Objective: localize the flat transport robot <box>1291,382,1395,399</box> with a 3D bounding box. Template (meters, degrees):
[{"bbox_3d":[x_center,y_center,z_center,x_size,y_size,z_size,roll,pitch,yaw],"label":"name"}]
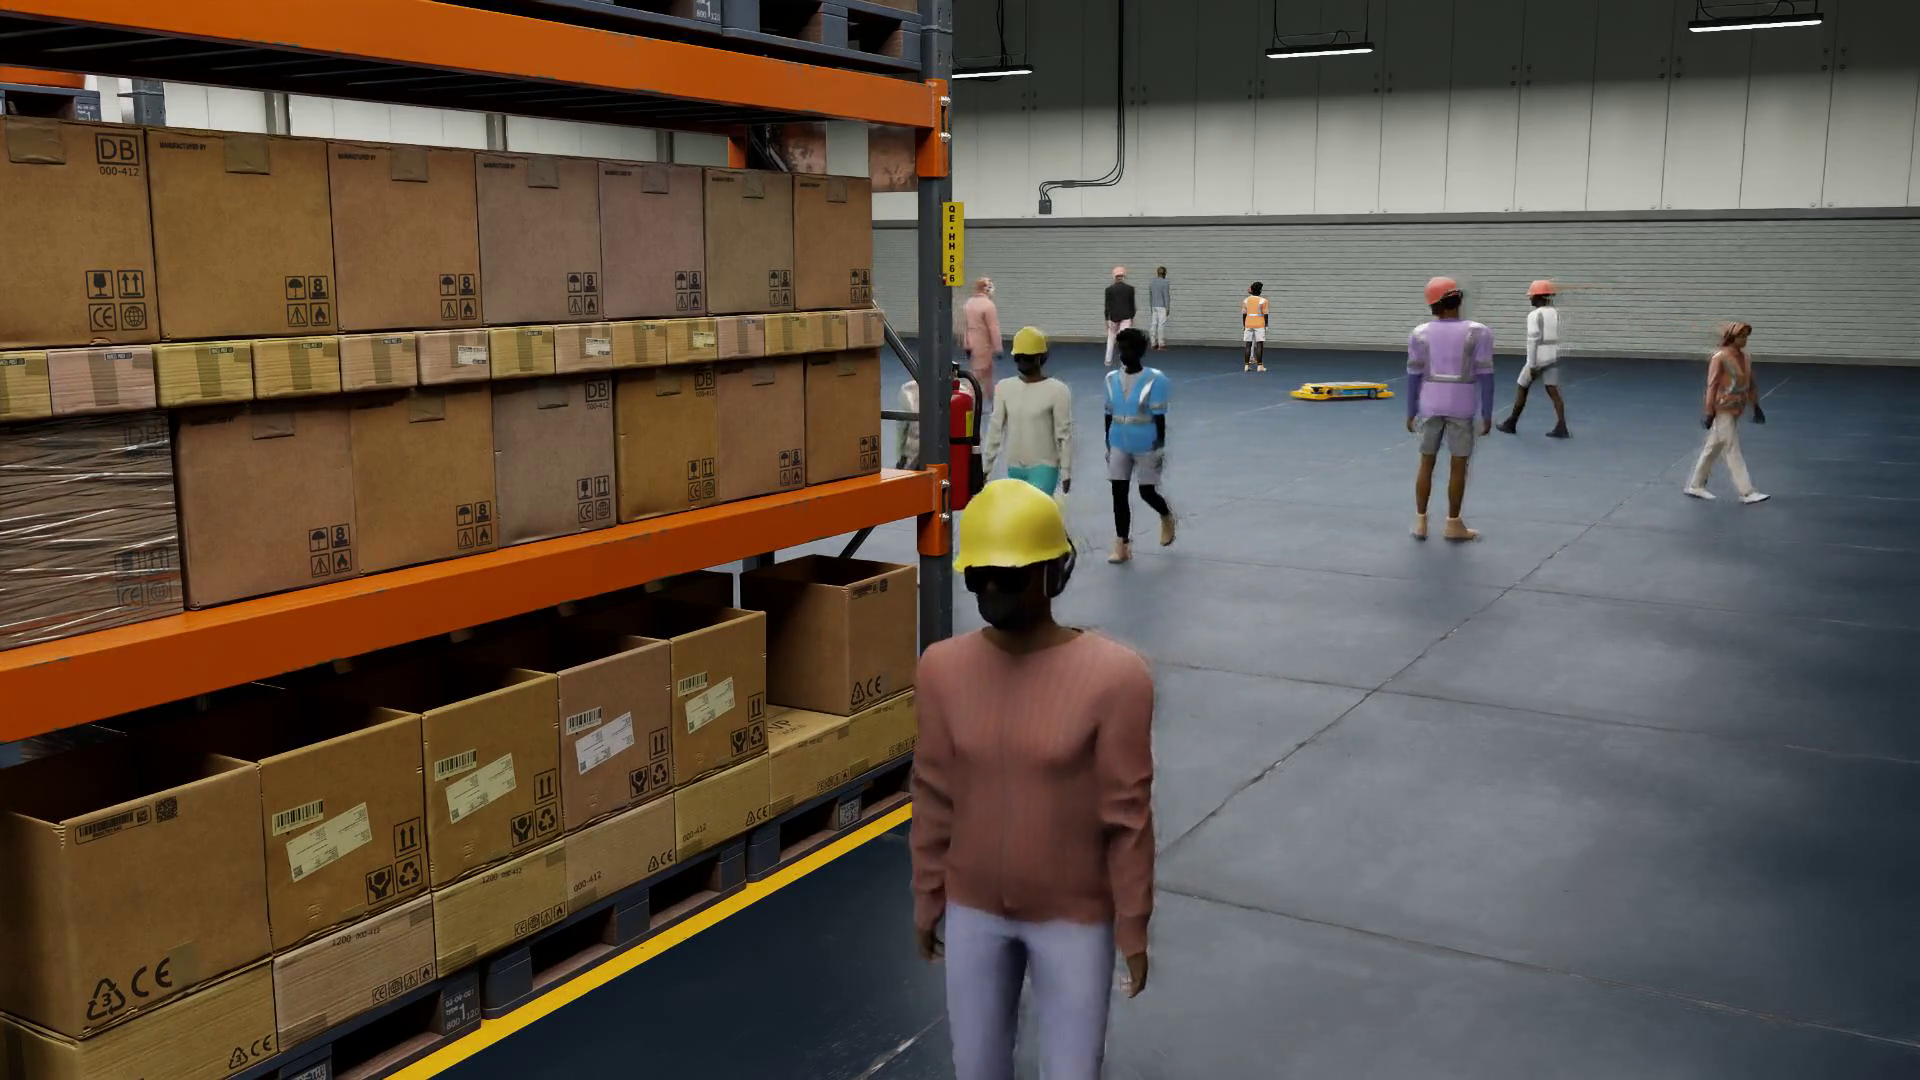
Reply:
[{"bbox_3d":[5.858,-2.293,25.435,1.431,0.197,0.652,-4,10,-21],"label":"flat transport robot"}]

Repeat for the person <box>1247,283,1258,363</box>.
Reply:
[{"bbox_3d":[5.992,-4.424,33.921,0.286,1.636,0.497,-1,10,-4],"label":"person"}]

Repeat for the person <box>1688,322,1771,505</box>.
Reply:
[{"bbox_3d":[6.821,-1.112,14.644,0.530,1.592,0.852,-7,12,-36],"label":"person"}]

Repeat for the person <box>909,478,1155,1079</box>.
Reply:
[{"bbox_3d":[0.156,0.731,3.402,0.535,1.748,0.486,5,11,25],"label":"person"}]

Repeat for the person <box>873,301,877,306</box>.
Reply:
[{"bbox_3d":[-1.799,-3.979,31.487,0.511,1.564,0.863,-2,10,-14],"label":"person"}]

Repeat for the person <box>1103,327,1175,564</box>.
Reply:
[{"bbox_3d":[1.284,-0.685,11.890,0.545,1.677,0.612,7,12,35],"label":"person"}]

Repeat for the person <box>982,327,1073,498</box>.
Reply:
[{"bbox_3d":[0.384,-0.424,10.223,0.546,1.740,0.762,7,12,35],"label":"person"}]

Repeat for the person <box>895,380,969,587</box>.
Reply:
[{"bbox_3d":[-0.159,-0.525,11.198,0.542,1.603,0.732,3,10,18],"label":"person"}]

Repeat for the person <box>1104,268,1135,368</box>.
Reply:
[{"bbox_3d":[3.115,-4.342,32.550,0.638,1.938,1.025,-1,10,-5],"label":"person"}]

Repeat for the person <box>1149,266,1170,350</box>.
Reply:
[{"bbox_3d":[4.654,-5.394,38.718,0.355,1.937,0.635,-7,12,-34],"label":"person"}]

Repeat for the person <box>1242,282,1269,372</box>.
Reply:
[{"bbox_3d":[5.574,-4.017,31.363,0.542,1.695,0.316,7,12,35],"label":"person"}]

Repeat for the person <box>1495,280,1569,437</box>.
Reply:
[{"bbox_3d":[7.006,-2.192,20.135,0.551,1.887,0.998,-5,11,-29],"label":"person"}]

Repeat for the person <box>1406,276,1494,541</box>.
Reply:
[{"bbox_3d":[3.709,-0.978,12.658,0.662,2.010,0.424,5,11,27],"label":"person"}]

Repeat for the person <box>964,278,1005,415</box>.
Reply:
[{"bbox_3d":[0.429,-2.655,22.872,0.908,1.865,0.665,-5,11,-26],"label":"person"}]
